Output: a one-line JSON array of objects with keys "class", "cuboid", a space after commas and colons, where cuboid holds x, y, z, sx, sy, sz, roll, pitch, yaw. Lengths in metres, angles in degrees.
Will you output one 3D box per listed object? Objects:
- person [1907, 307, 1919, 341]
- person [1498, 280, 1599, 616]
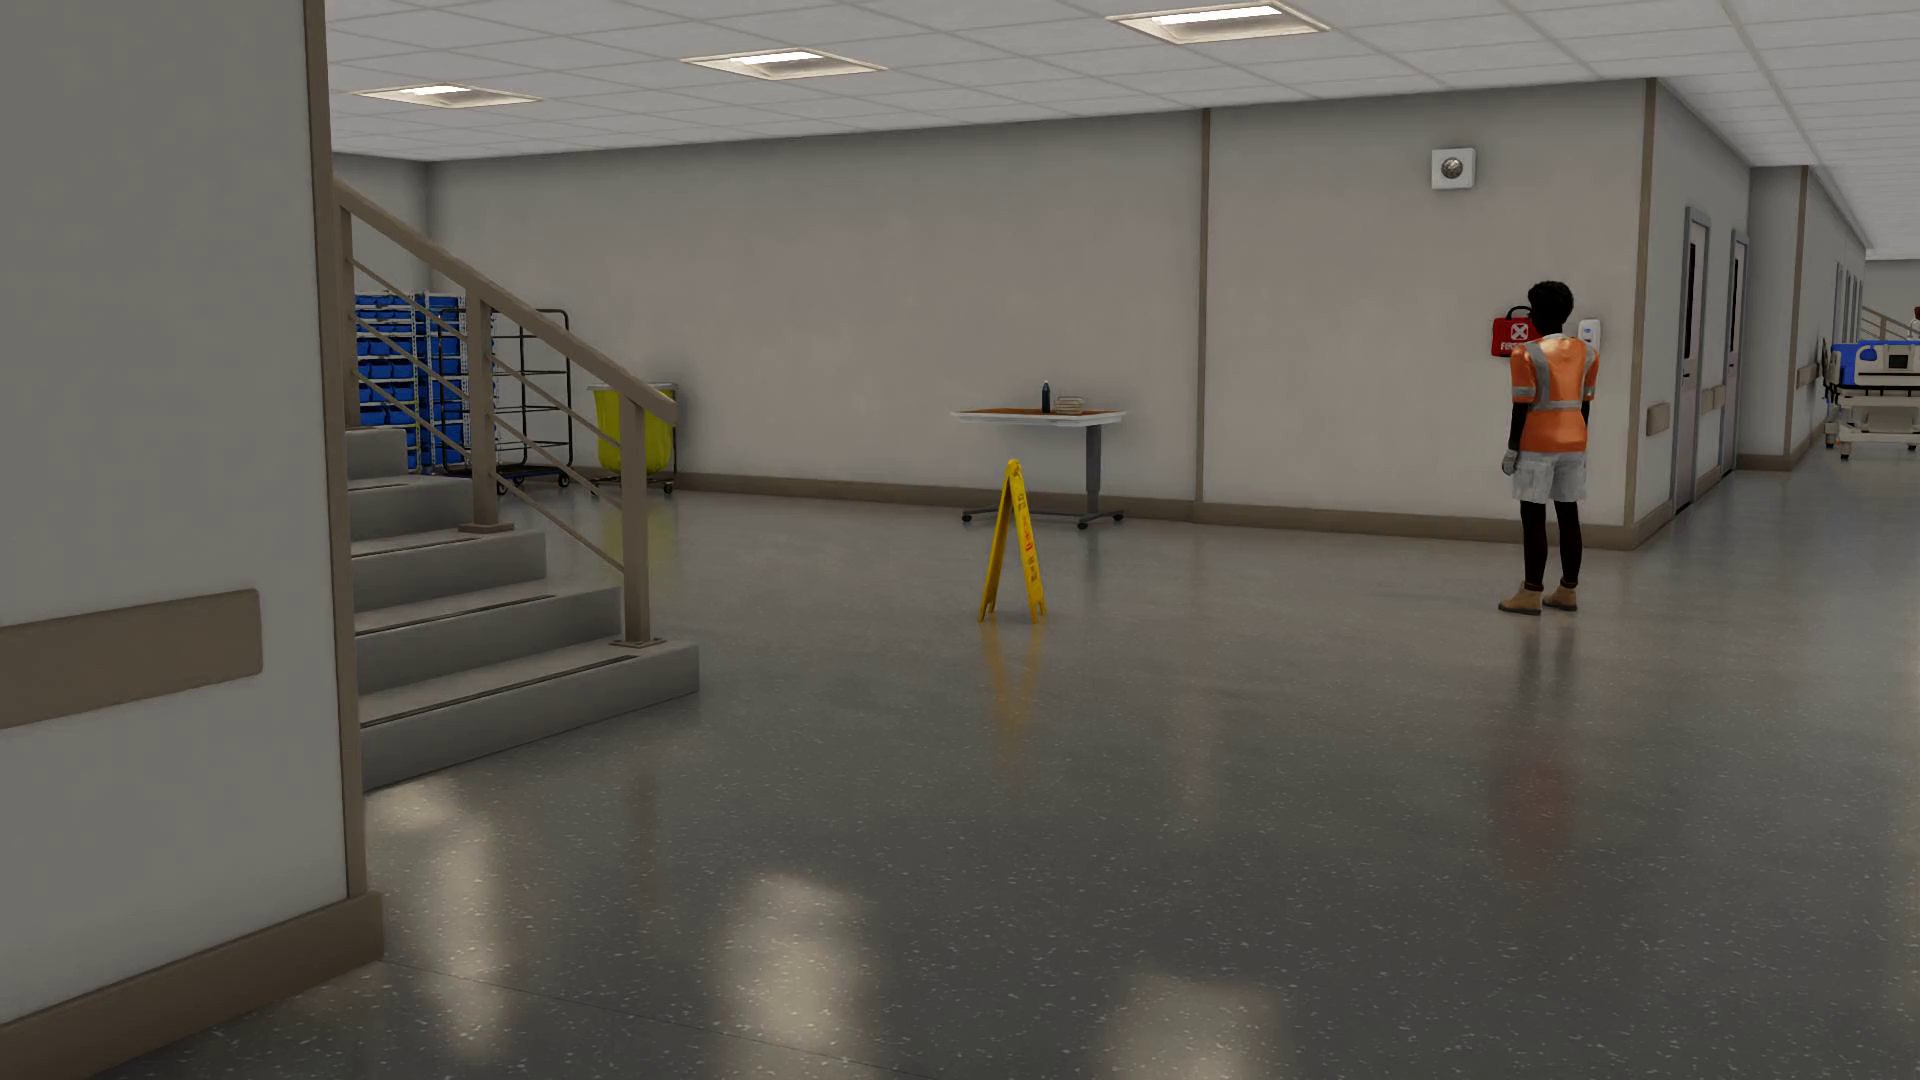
[{"class": "person", "cuboid": [21.995, -4.430, 38.312, 0.363, 1.872, 0.576, 4, 8, 27]}, {"class": "person", "cuboid": [2.978, -0.463, 8.432, 0.532, 1.696, 0.318, -3, 8, -24]}]
